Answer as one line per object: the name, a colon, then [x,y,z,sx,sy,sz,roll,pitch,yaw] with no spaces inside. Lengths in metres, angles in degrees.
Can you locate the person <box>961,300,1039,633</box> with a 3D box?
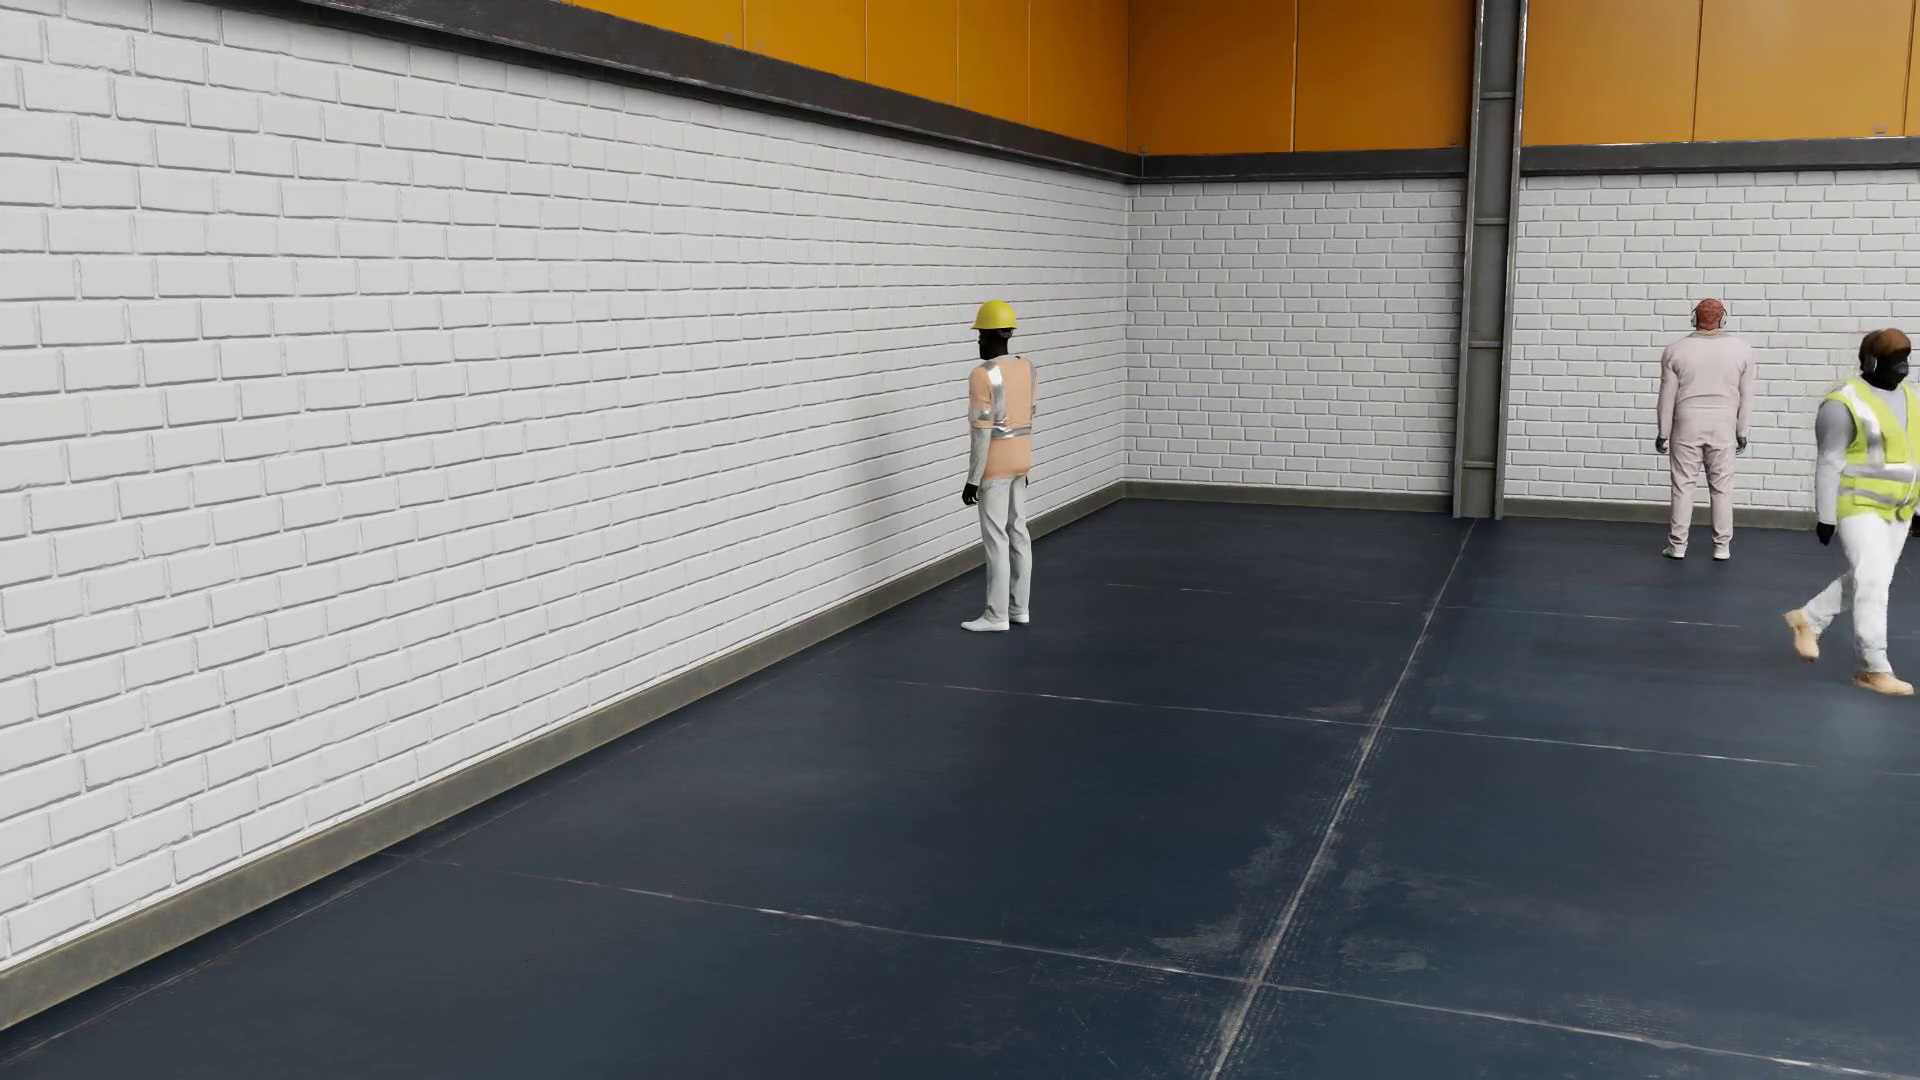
person: [0.217,-0.422,9.658,0.369,1.928,0.585,6,11,35]

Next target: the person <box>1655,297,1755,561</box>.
person: [5.391,-0.797,12.077,0.637,1.911,0.403,3,9,16]

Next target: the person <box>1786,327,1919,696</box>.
person: [4.580,-0.177,8.471,0.621,1.818,0.821,-4,10,-22]
